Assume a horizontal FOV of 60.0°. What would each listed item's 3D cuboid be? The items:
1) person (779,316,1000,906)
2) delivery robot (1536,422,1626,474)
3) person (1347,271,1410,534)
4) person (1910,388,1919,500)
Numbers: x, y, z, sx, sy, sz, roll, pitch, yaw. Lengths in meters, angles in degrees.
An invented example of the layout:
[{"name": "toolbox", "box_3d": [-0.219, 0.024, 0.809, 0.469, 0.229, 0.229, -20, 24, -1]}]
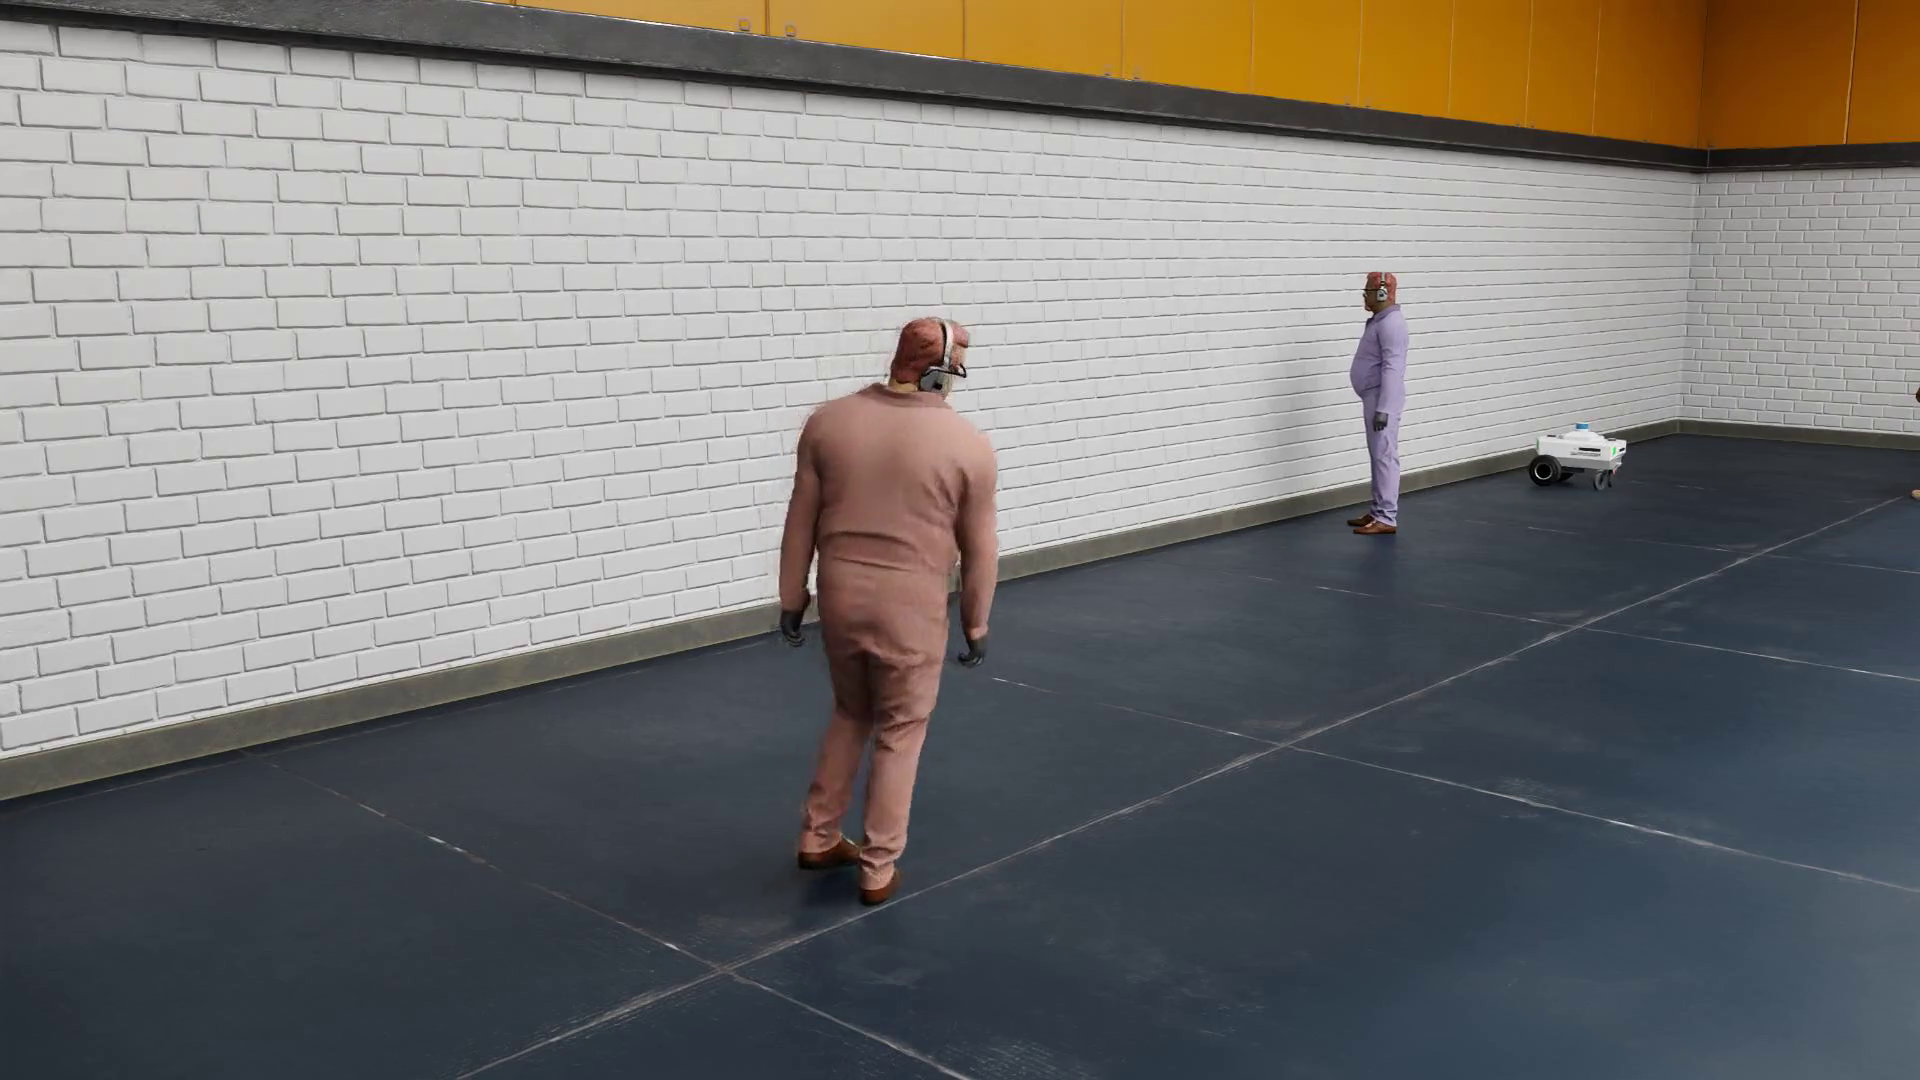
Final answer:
[{"name": "person", "box_3d": [-0.221, 0.234, 5.285, 0.729, 1.869, 0.424, 4, 11, 22]}, {"name": "delivery robot", "box_3d": [5.417, -0.785, 14.511, 0.707, 0.478, 0.477, 7, 12, 36]}, {"name": "person", "box_3d": [3.041, -0.995, 12.128, 0.399, 1.909, 0.642, 2, 10, 9]}, {"name": "person", "box_3d": [8.125, -1.320, 13.593, 0.608, 2.044, 0.369, -1, 10, -5]}]
